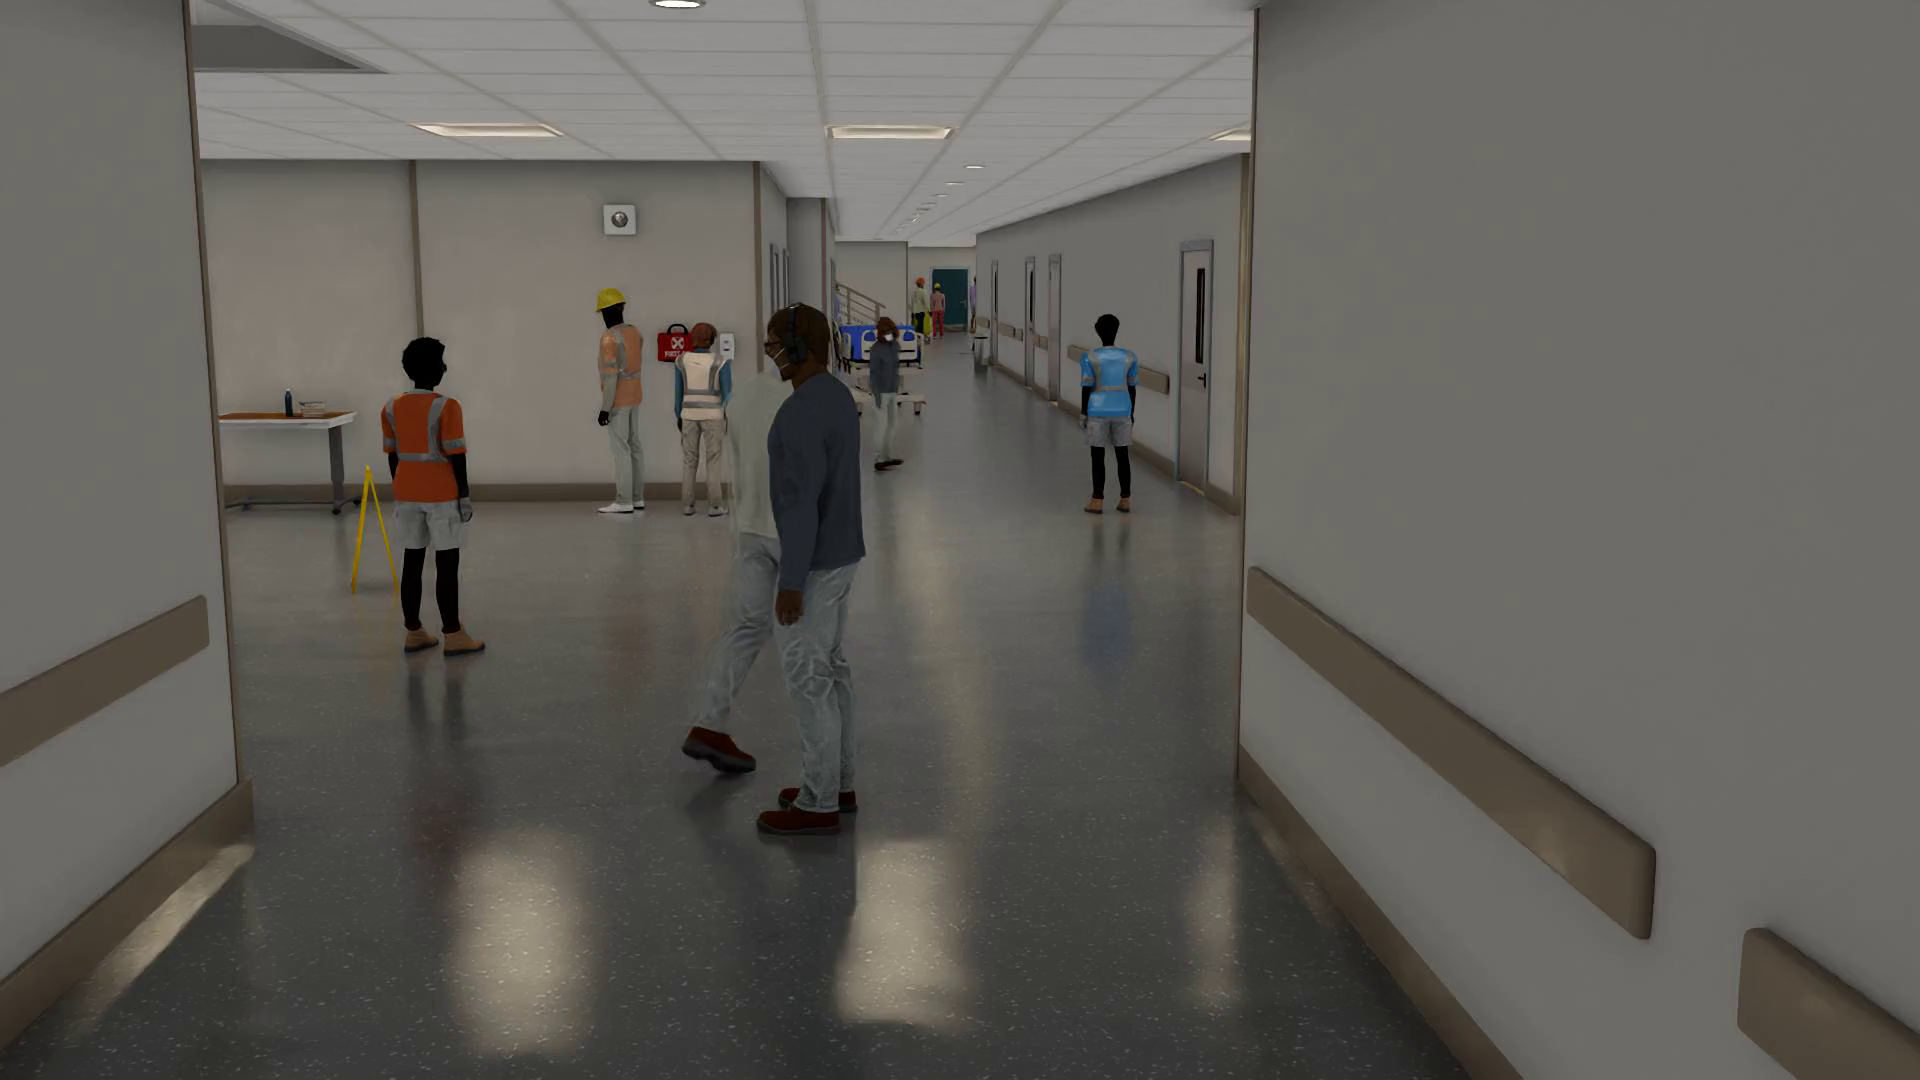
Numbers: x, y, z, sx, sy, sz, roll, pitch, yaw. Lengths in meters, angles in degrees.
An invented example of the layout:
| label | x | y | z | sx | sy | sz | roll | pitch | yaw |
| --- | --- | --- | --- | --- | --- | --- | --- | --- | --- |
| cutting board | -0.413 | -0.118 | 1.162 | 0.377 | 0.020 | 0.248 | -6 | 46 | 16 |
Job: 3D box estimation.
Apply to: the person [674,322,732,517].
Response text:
| label | x | y | z | sx | sy | sz | roll | pitch | yaw |
| --- | --- | --- | --- | --- | --- | --- | --- | --- | --- |
| person | -2.161 | -1.008 | 13.982 | 0.510 | 1.629 | 0.317 | 2 | 9 | 13 |

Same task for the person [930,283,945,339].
| label | x | y | z | sx | sy | sz | roll | pitch | yaw |
| --- | --- | --- | --- | --- | --- | --- | --- | --- | --- |
| person | -0.721 | -7.240 | 52.673 | 0.533 | 1.768 | 0.311 | -4 | 10 | -23 |

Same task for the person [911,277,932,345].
| label | x | y | z | sx | sy | sz | roll | pitch | yaw |
| --- | --- | --- | --- | --- | --- | --- | --- | --- | --- |
| person | -1.152 | -6.608 | 48.083 | 0.795 | 1.962 | 0.626 | -6 | 11 | -35 |

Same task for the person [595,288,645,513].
| label | x | y | z | sx | sy | sz | roll | pitch | yaw |
| --- | --- | --- | --- | --- | --- | --- | --- | --- | --- |
| person | -2.911 | -1.183 | 14.176 | 0.381 | 1.917 | 0.585 | 3 | 9 | 16 |

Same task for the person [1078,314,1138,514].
| label | x | y | z | sx | sy | sz | roll | pitch | yaw |
| --- | --- | --- | --- | --- | --- | --- | --- | --- | --- |
| person | 1.257 | -1.070 | 14.140 | 0.540 | 1.698 | 0.317 | -3 | 10 | -18 |

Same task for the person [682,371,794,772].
| label | x | y | z | sx | sy | sz | roll | pitch | yaw |
| --- | --- | --- | --- | --- | --- | --- | --- | --- | --- |
| person | -0.767 | 0.001 | 6.829 | 0.628 | 1.904 | 0.905 | 6 | 11 | 32 |

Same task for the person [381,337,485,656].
| label | x | y | z | sx | sy | sz | roll | pitch | yaw |
| --- | --- | --- | --- | --- | --- | --- | --- | --- | --- |
| person | -2.817 | -0.226 | 8.856 | 0.533 | 1.697 | 0.319 | 4 | 10 | 24 |

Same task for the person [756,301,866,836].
| label | x | y | z | sx | sy | sz | roll | pitch | yaw |
| --- | --- | --- | --- | --- | --- | --- | --- | --- | --- |
| person | -0.540 | 0.104 | 6.070 | 0.382 | 1.929 | 0.636 | 1 | 9 | 7 |

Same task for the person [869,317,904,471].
| label | x | y | z | sx | sy | sz | roll | pitch | yaw |
| --- | --- | --- | --- | --- | --- | --- | --- | --- | --- |
| person | -0.743 | -1.511 | 17.234 | 0.398 | 1.597 | 0.642 | 5 | 10 | 30 |
